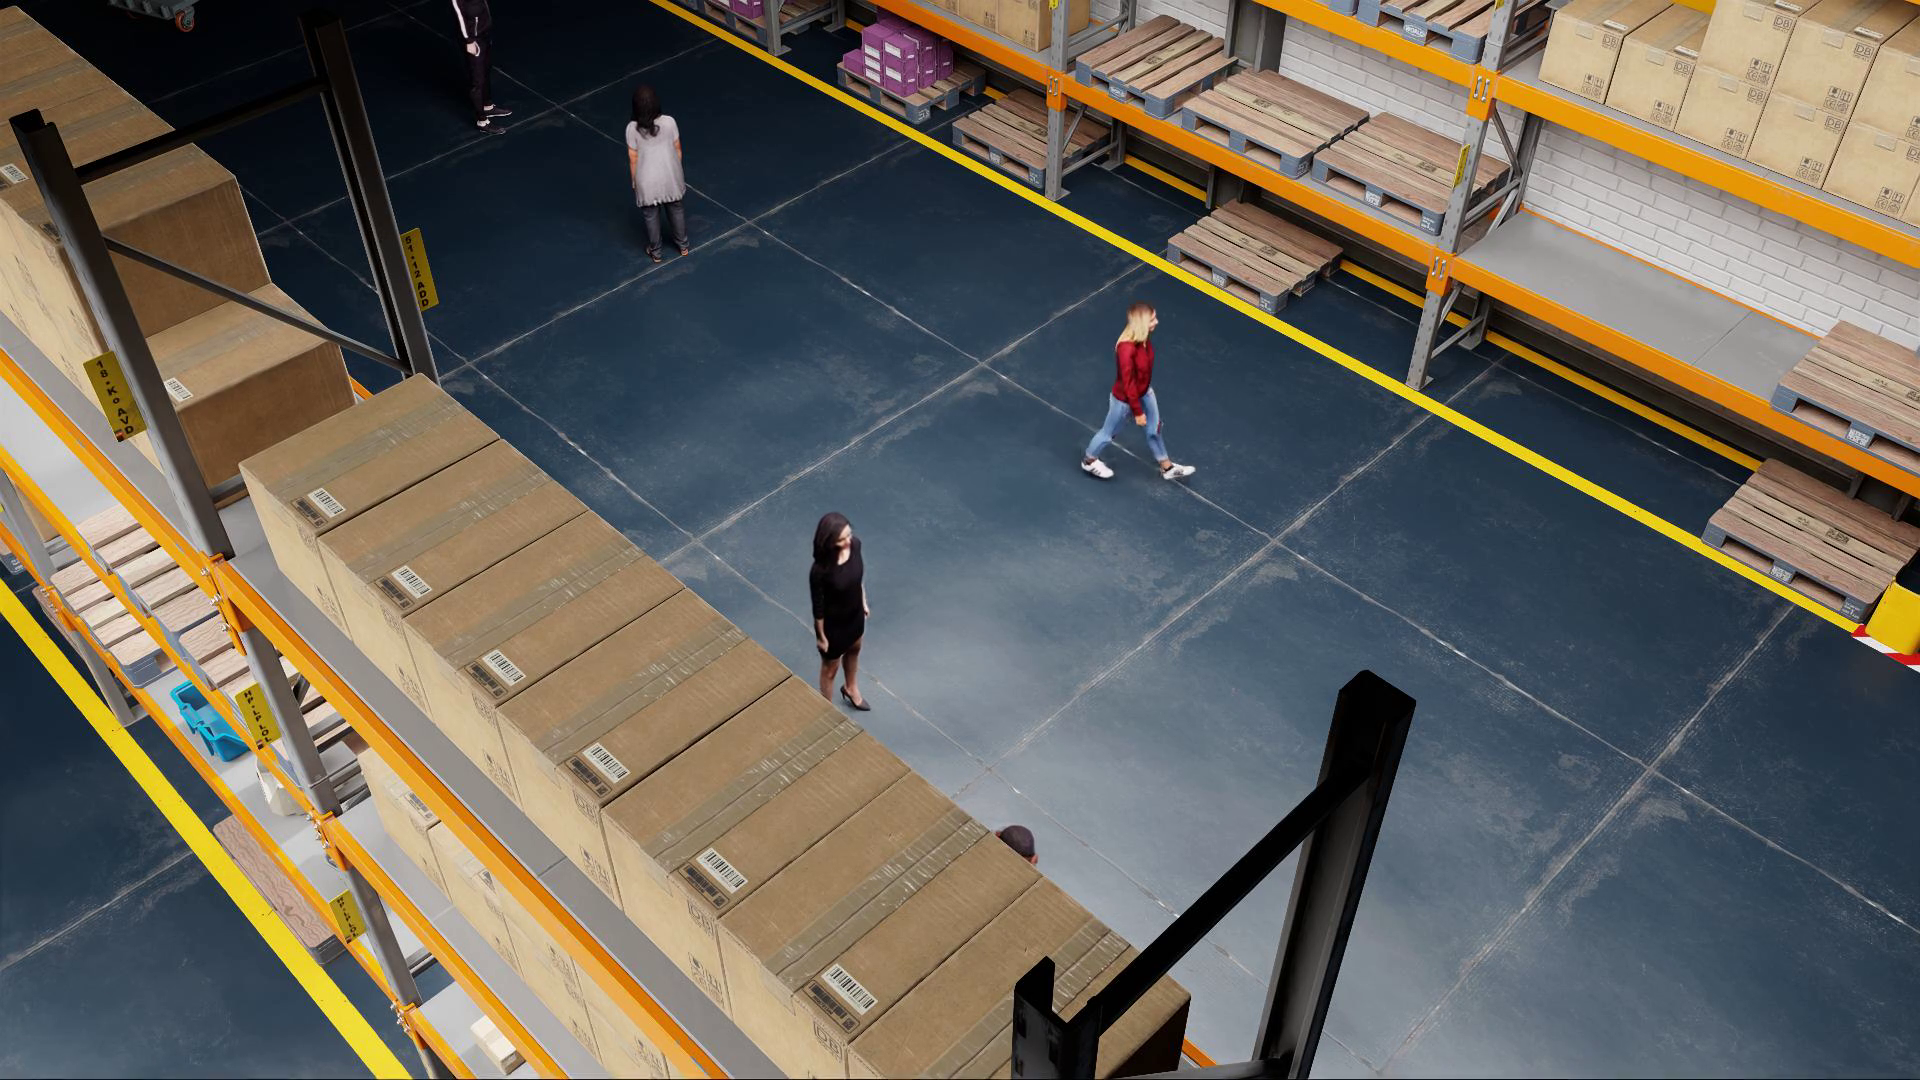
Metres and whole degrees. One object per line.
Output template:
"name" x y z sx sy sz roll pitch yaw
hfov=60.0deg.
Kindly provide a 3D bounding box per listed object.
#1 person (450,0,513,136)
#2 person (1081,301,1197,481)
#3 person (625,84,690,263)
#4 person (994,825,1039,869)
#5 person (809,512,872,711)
"person" -4.665 -4.825 15.936 0.807 1.837 0.748 0 44 0
"person" 1.170 -1.048 12.159 1.156 1.579 0.872 17 46 17
"person" -2.622 -3.165 14.360 0.729 1.609 0.765 -17 46 -17
"person" 0.248 2.058 8.793 0.543 1.726 0.528 -34 53 -31
"person" -0.749 0.503 10.367 0.514 1.805 0.609 29 51 27
